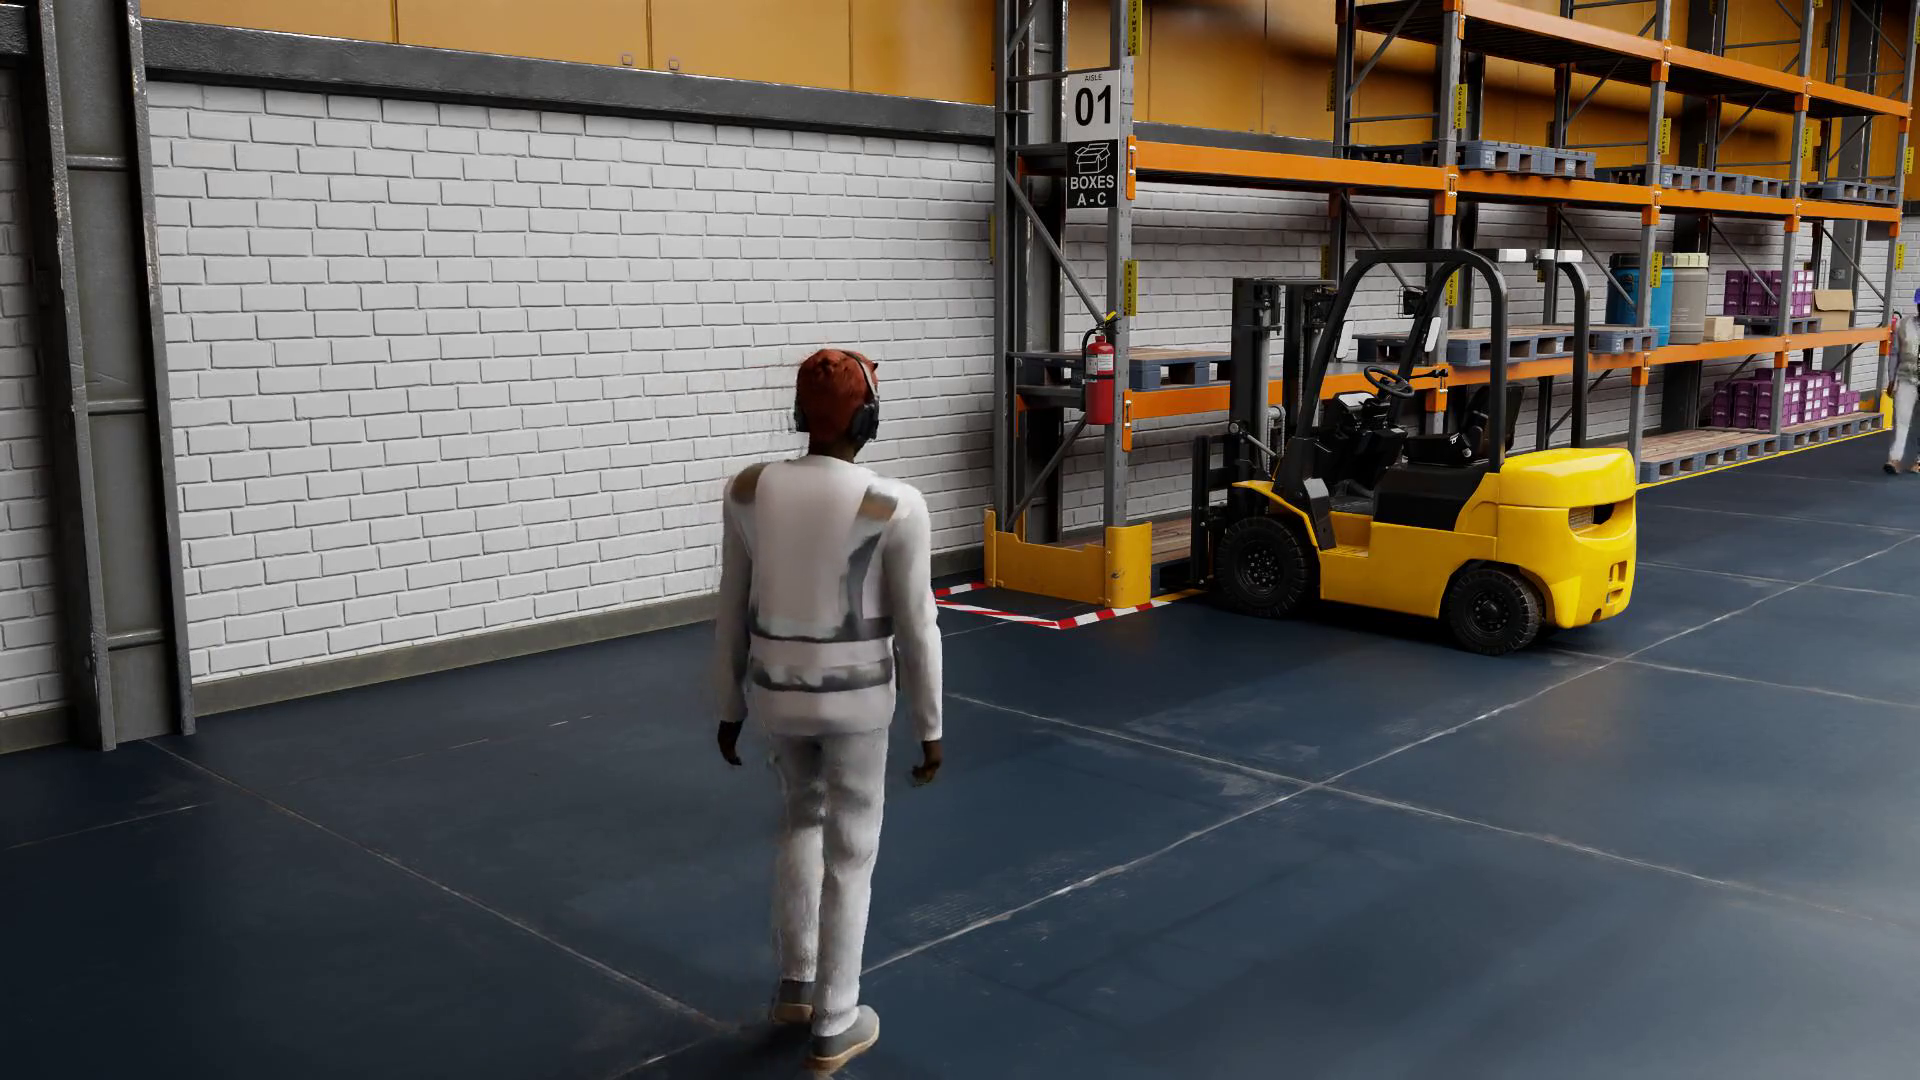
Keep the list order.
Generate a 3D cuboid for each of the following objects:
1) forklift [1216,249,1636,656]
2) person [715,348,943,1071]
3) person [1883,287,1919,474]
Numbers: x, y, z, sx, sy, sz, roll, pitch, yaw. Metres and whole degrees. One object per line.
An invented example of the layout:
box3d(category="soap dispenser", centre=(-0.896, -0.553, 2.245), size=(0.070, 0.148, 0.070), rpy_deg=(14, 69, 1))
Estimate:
box3d(category="forklift", centre=(2.710, -0.584, 9.626), size=(2.313, 2.155, 1.214), rpy_deg=(9, 13, 43))
box3d(category="person", centre=(-0.322, 0.437, 4.350), size=(0.616, 1.867, 0.470), rpy_deg=(4, 10, 22))
box3d(category="person", centre=(9.582, -1.587, 16.632), size=(0.643, 1.904, 0.937), rpy_deg=(8, 12, 40))
